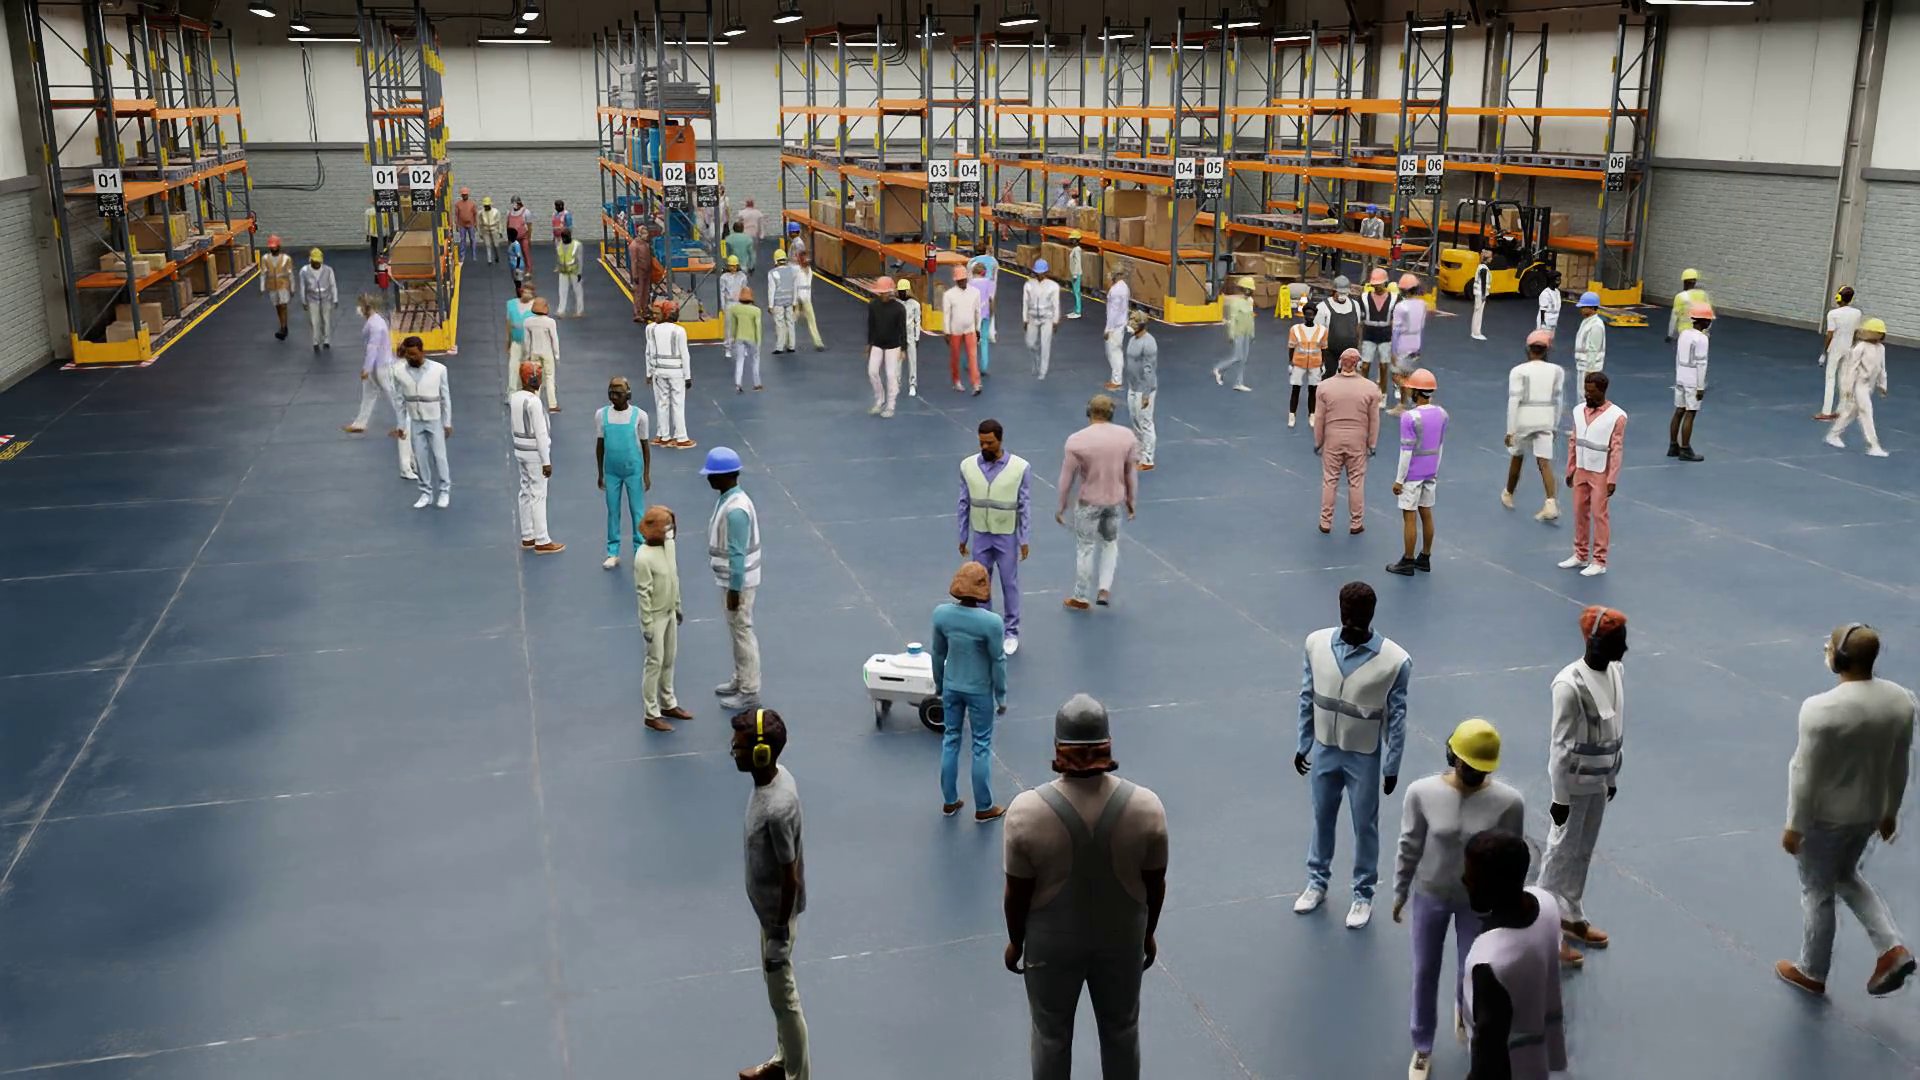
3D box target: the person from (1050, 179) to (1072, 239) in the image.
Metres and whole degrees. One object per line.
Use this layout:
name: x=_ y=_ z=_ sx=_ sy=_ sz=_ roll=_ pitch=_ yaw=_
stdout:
person: x=3.318 y=-10.464 z=52.645 sx=0.990 sy=1.862 sz=0.608 roll=-3 pitch=15 yaw=-10

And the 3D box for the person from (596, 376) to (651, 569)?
person: x=-3.172 y=-0.633 z=15.692 sx=0.507 sy=1.847 sz=0.351 roll=1 pitch=15 yaw=3

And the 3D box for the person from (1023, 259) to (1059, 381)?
person: x=1.264 y=-3.460 z=26.195 sx=0.606 sy=1.922 sz=0.430 roll=5 pitch=16 yaw=19

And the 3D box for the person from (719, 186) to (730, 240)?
person: x=-7.053 y=-9.614 z=49.518 sx=0.342 sy=1.841 sz=0.512 roll=-14 pitch=21 yaw=-43

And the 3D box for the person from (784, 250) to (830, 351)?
person: x=-2.792 y=-4.212 z=29.300 sx=1.020 sy=1.783 sz=0.580 roll=9 pitch=17 yaw=29

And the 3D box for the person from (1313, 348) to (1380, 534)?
person: x=3.934 y=-1.004 z=16.972 sx=0.651 sy=1.907 sz=0.409 roll=4 pitch=15 yaw=13

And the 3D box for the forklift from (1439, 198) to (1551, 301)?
forklift: x=11.913 y=-6.508 z=37.130 sx=2.313 sy=2.155 sz=1.214 roll=-4 pitch=15 yaw=-15

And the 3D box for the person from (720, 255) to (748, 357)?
person: x=-3.882 y=-4.031 z=28.675 sx=0.493 sy=1.743 sz=0.295 roll=-7 pitch=16 yaw=-25

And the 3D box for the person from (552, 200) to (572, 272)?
person: x=-10.177 y=-7.755 z=42.502 sx=0.623 sy=1.844 sz=0.430 roll=11 pitch=18 yaw=35

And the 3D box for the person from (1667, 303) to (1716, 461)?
person: x=9.011 y=-1.946 z=20.456 sx=0.379 sy=1.938 sz=0.547 roll=-1 pitch=15 yaw=-5

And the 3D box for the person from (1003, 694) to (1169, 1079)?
person: x=0.498 y=1.597 z=6.927 sx=0.676 sy=2.000 sz=0.536 roll=-1 pitch=15 yaw=-5

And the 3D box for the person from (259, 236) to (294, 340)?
person: x=-12.642 y=-4.670 z=30.823 sx=0.563 sy=1.885 sz=1.020 roll=-1 pitch=15 yaw=-5

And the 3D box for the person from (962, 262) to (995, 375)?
person: x=0.285 y=-3.570 z=26.855 sx=0.576 sy=1.833 sz=0.706 roll=-1 pitch=15 yaw=-4

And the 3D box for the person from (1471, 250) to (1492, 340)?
person: x=9.660 y=-4.539 z=30.786 sx=0.311 sy=1.638 sz=0.523 roll=3 pitch=15 yaw=12

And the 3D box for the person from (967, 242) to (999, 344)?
person: x=0.389 y=-4.493 z=30.271 sx=0.638 sy=1.831 sz=0.430 roll=-7 pitch=16 yaw=-25

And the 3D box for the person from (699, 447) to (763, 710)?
person: x=-1.662 y=0.268 z=12.140 sx=0.421 sy=1.938 sz=0.604 roll=-4 pitch=15 yaw=-14

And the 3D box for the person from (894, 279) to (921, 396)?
person: x=-0.835 y=-3.033 z=24.918 sx=0.484 sy=1.744 sz=0.295 roll=4 pitch=15 yaw=14

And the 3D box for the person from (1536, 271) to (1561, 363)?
person: x=9.435 y=-3.475 z=26.689 sx=0.319 sy=1.692 sz=0.537 roll=14 pitch=20 yaw=42

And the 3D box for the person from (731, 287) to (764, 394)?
person: x=-3.229 y=-3.022 z=25.127 sx=0.519 sy=1.610 sz=0.701 roll=4 pitch=15 yaw=14

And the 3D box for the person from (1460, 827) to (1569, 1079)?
person: x=2.024 y=1.924 z=5.979 sx=0.653 sy=1.895 sz=0.628 roll=11 pitch=19 yaw=37

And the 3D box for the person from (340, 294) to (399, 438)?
person: x=-7.683 y=-2.249 z=21.678 sx=0.956 sy=1.892 sz=0.643 roll=-7 pitch=17 yaw=-26

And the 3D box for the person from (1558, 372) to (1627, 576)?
person: x=5.928 y=-0.631 z=15.577 sx=0.407 sy=1.908 sz=0.597 roll=-7 pitch=17 yaw=-26

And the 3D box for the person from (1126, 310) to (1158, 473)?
person: x=2.150 y=-1.771 z=19.827 sx=0.379 sy=1.930 sz=0.629 roll=-4 pitch=16 yaw=-16

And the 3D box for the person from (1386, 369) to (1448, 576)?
person: x=4.252 y=-0.628 z=15.499 sx=0.545 sy=1.938 sz=0.359 roll=-10 pitch=18 yaw=-33

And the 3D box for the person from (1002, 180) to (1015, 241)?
person: x=1.516 y=-10.286 z=51.930 sx=0.397 sy=1.901 sz=0.648 roll=3 pitch=15 yaw=11

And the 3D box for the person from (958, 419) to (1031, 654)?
person: x=0.276 y=-0.043 z=13.357 sx=0.602 sy=1.908 sz=0.403 roll=5 pitch=16 yaw=18

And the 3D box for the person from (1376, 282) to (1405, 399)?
person: x=6.395 y=-2.959 z=24.666 sx=0.491 sy=1.733 sz=0.317 roll=2 pitch=15 yaw=7

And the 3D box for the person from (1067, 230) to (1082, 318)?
person: x=2.324 y=-5.382 z=33.715 sx=0.309 sy=1.769 sz=0.533 roll=0 pitch=15 yaw=0

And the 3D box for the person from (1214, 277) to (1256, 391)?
person: x=4.233 y=-3.138 z=25.317 sx=0.527 sy=1.744 sz=0.520 roll=12 pitch=19 yaw=37

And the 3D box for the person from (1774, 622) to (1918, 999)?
person: x=4.329 y=1.355 z=8.048 sx=0.643 sy=1.925 sz=0.566 roll=-6 pitch=16 yaw=-21

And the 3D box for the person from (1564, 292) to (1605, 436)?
person: x=8.151 y=-2.257 z=21.640 sx=0.427 sy=1.937 sz=0.604 roll=2 pitch=15 yaw=9

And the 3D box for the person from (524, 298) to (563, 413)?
person: x=-5.903 y=-2.611 z=23.543 sx=0.508 sy=1.632 sz=0.271 roll=4 pitch=15 yaw=13

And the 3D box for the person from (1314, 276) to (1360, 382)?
person: x=5.200 y=-2.633 z=22.843 sx=0.686 sy=2.000 sz=0.535 roll=-4 pitch=15 yaw=-16

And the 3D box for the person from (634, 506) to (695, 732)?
person: x=-2.101 y=0.543 z=11.692 sx=0.296 sy=1.622 sz=0.511 roll=5 pitch=16 yaw=17

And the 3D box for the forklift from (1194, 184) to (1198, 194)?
forklift: x=7.392 y=-11.333 z=53.972 sx=1.873 sy=2.768 sz=1.129 roll=-4 pitch=15 yaw=-15

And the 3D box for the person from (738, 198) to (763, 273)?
person: x=-5.357 y=-7.815 z=42.684 sx=0.634 sy=1.872 sz=0.918 roll=-6 pitch=16 yaw=-22

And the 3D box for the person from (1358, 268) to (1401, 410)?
person: x=5.985 y=-2.862 z=23.730 sx=0.682 sy=2.032 sz=0.411 roll=4 pitch=15 yaw=13

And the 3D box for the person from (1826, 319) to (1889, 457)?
person: x=11.373 y=-1.944 z=20.910 sx=0.502 sy=1.695 sz=0.919 roll=-7 pitch=17 yaw=-26

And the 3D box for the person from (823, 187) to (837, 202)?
person: x=-4.036 y=-9.983 z=51.147 sx=0.499 sy=1.701 sz=0.867 roll=-9 pitch=18 yaw=-32

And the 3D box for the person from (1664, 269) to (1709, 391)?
person: x=10.849 y=-3.111 z=24.935 sx=0.582 sy=1.882 sz=0.748 roll=-8 pitch=17 yaw=-28
